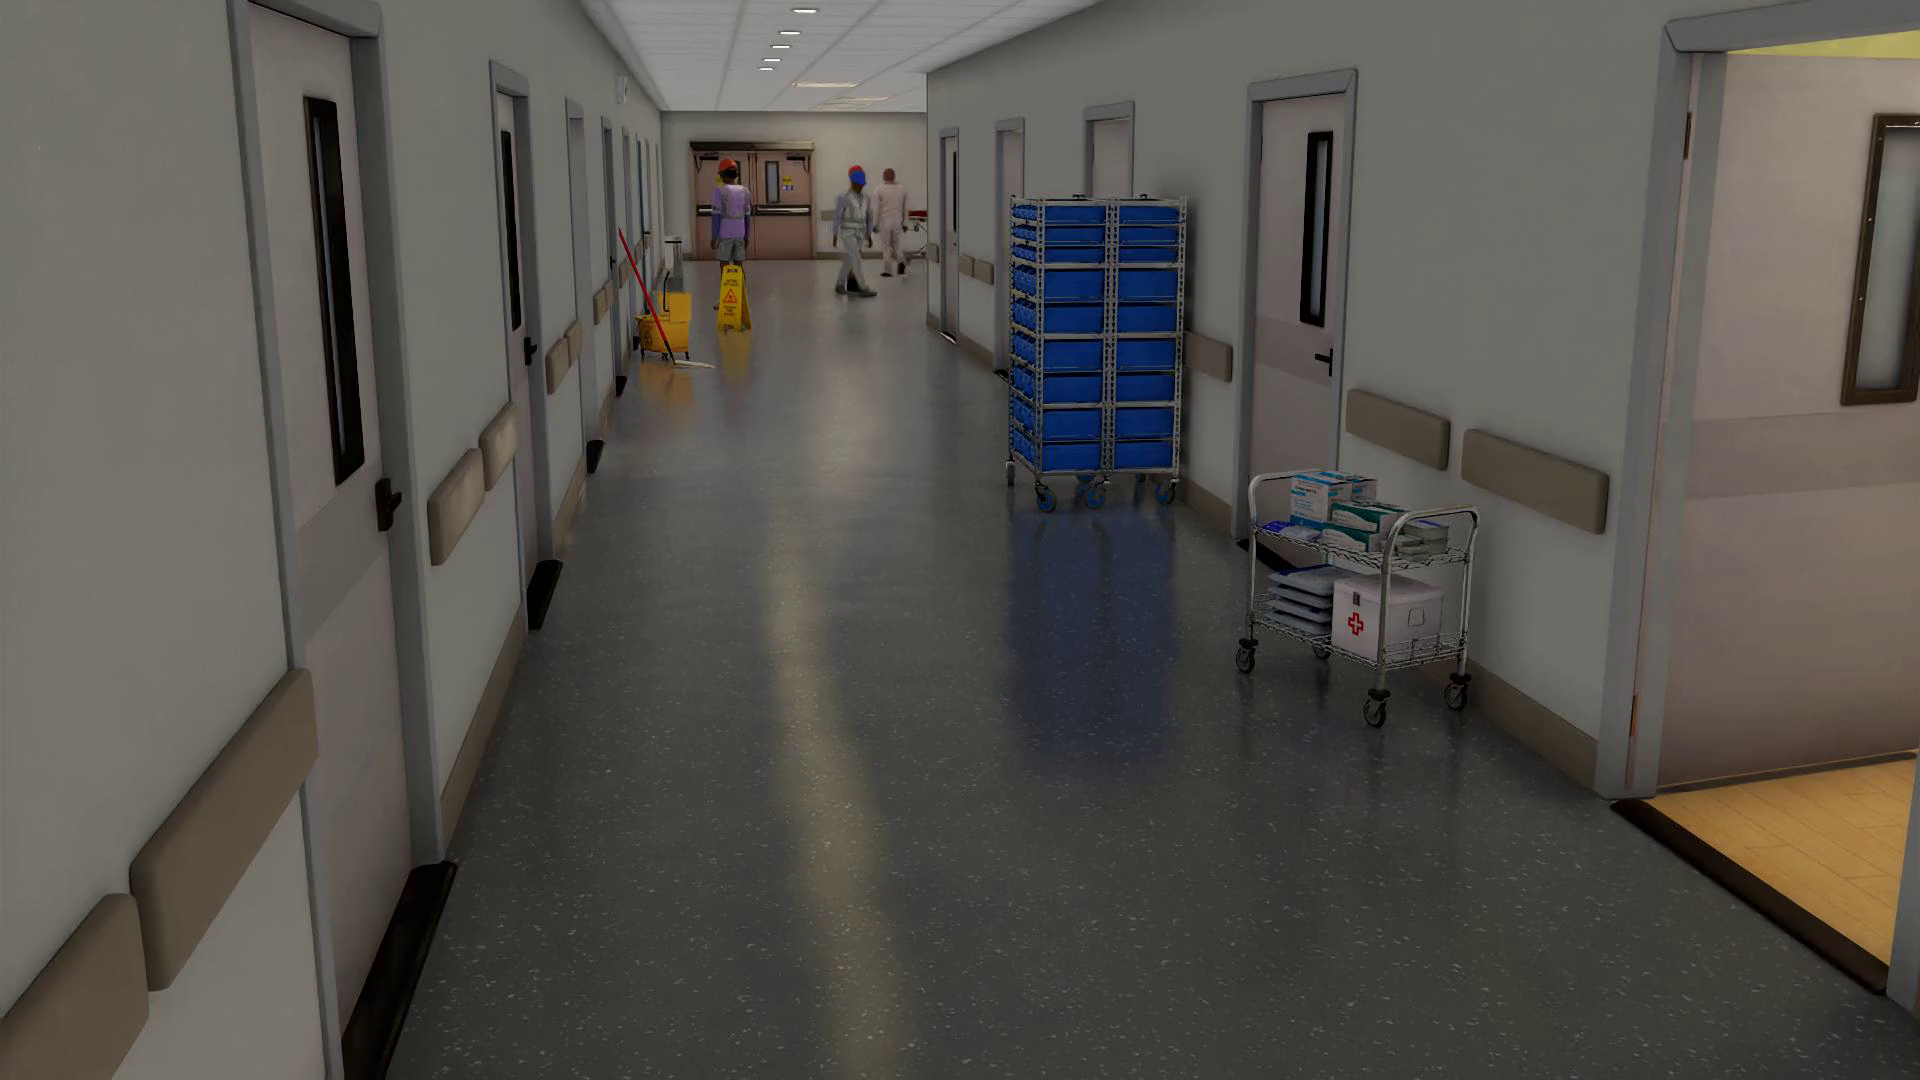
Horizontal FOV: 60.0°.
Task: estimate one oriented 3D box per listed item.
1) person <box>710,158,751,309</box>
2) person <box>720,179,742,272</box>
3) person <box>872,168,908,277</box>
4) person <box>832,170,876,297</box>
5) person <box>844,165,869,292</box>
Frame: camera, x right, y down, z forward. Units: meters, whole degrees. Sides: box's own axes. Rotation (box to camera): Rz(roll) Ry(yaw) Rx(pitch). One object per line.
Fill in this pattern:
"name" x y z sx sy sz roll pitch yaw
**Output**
"person" -3.130 -4.148 22.610 0.408 2.030 0.610 12 18 43
"person" -4.153 -5.736 30.288 0.534 1.736 0.777 1 13 6
"person" -1.239 -5.587 29.296 0.653 1.892 0.429 -7 15 -30
"person" -1.621 -4.586 24.900 1.018 1.889 0.619 12 17 42
"person" -1.608 -4.842 25.882 0.360 1.939 0.543 4 13 16
